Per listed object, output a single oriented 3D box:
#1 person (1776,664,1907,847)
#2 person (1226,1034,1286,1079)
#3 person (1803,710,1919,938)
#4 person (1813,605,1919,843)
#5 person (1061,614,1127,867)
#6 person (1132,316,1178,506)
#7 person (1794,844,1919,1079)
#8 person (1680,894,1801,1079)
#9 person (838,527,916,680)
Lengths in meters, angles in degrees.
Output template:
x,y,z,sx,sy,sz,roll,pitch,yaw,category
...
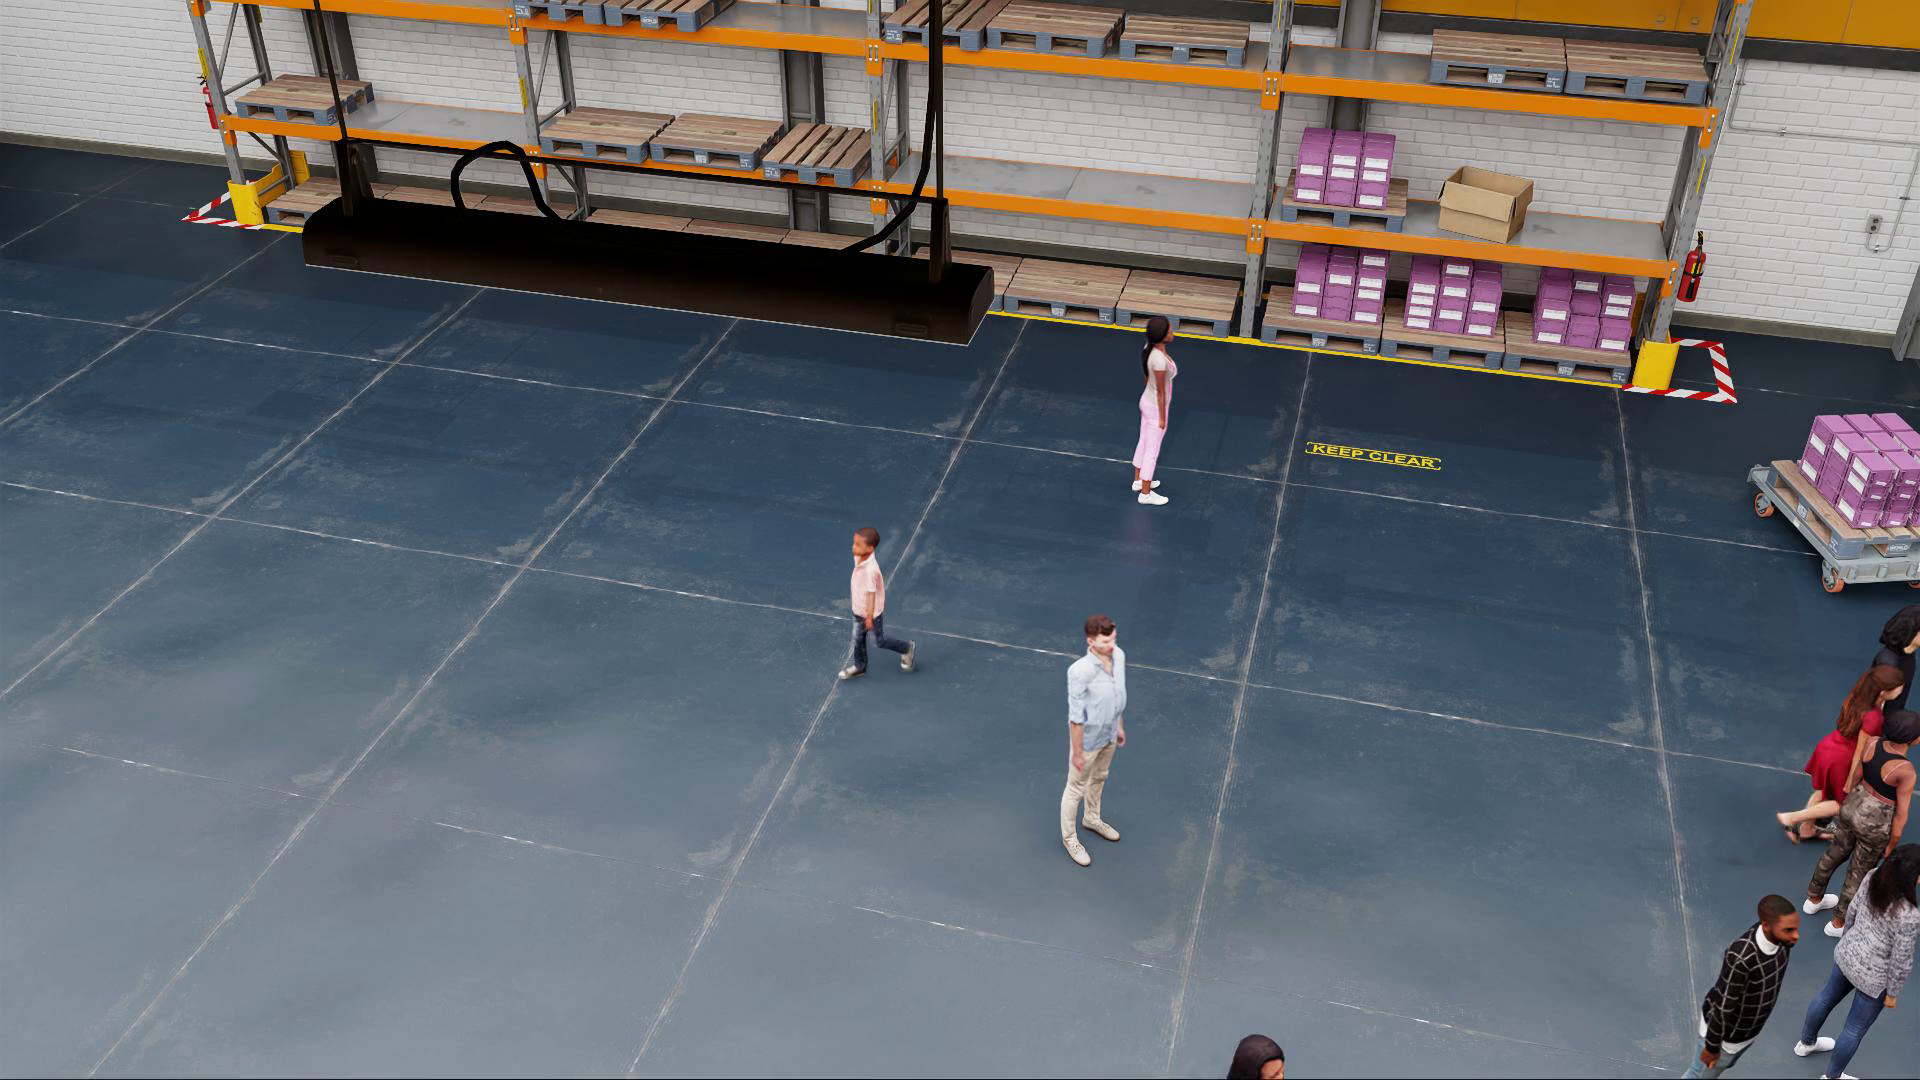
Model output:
x,y,z,sx,sy,sz,roll,pitch,yaw,category
5.638,1.413,10.722,0.766,1.543,0.641,2,34,4,person
1.334,3.013,8.258,0.838,1.605,0.735,16,37,23,person
5.530,1.708,10.135,0.673,1.700,0.661,-7,34,-11,person
5.941,1.159,10.839,0.665,1.836,0.695,24,41,32,person
0.861,1.241,10.705,0.729,1.847,0.733,29,43,36,person
1.678,-1.139,14.382,0.637,1.741,0.651,-5,34,-7,person
5.001,2.330,9.169,0.656,1.733,0.680,-5,34,-7,person
4.077,2.531,8.789,0.738,1.819,0.767,-23,40,-30,person
-0.619,0.477,12.351,0.893,1.297,0.802,-14,36,-20,person
